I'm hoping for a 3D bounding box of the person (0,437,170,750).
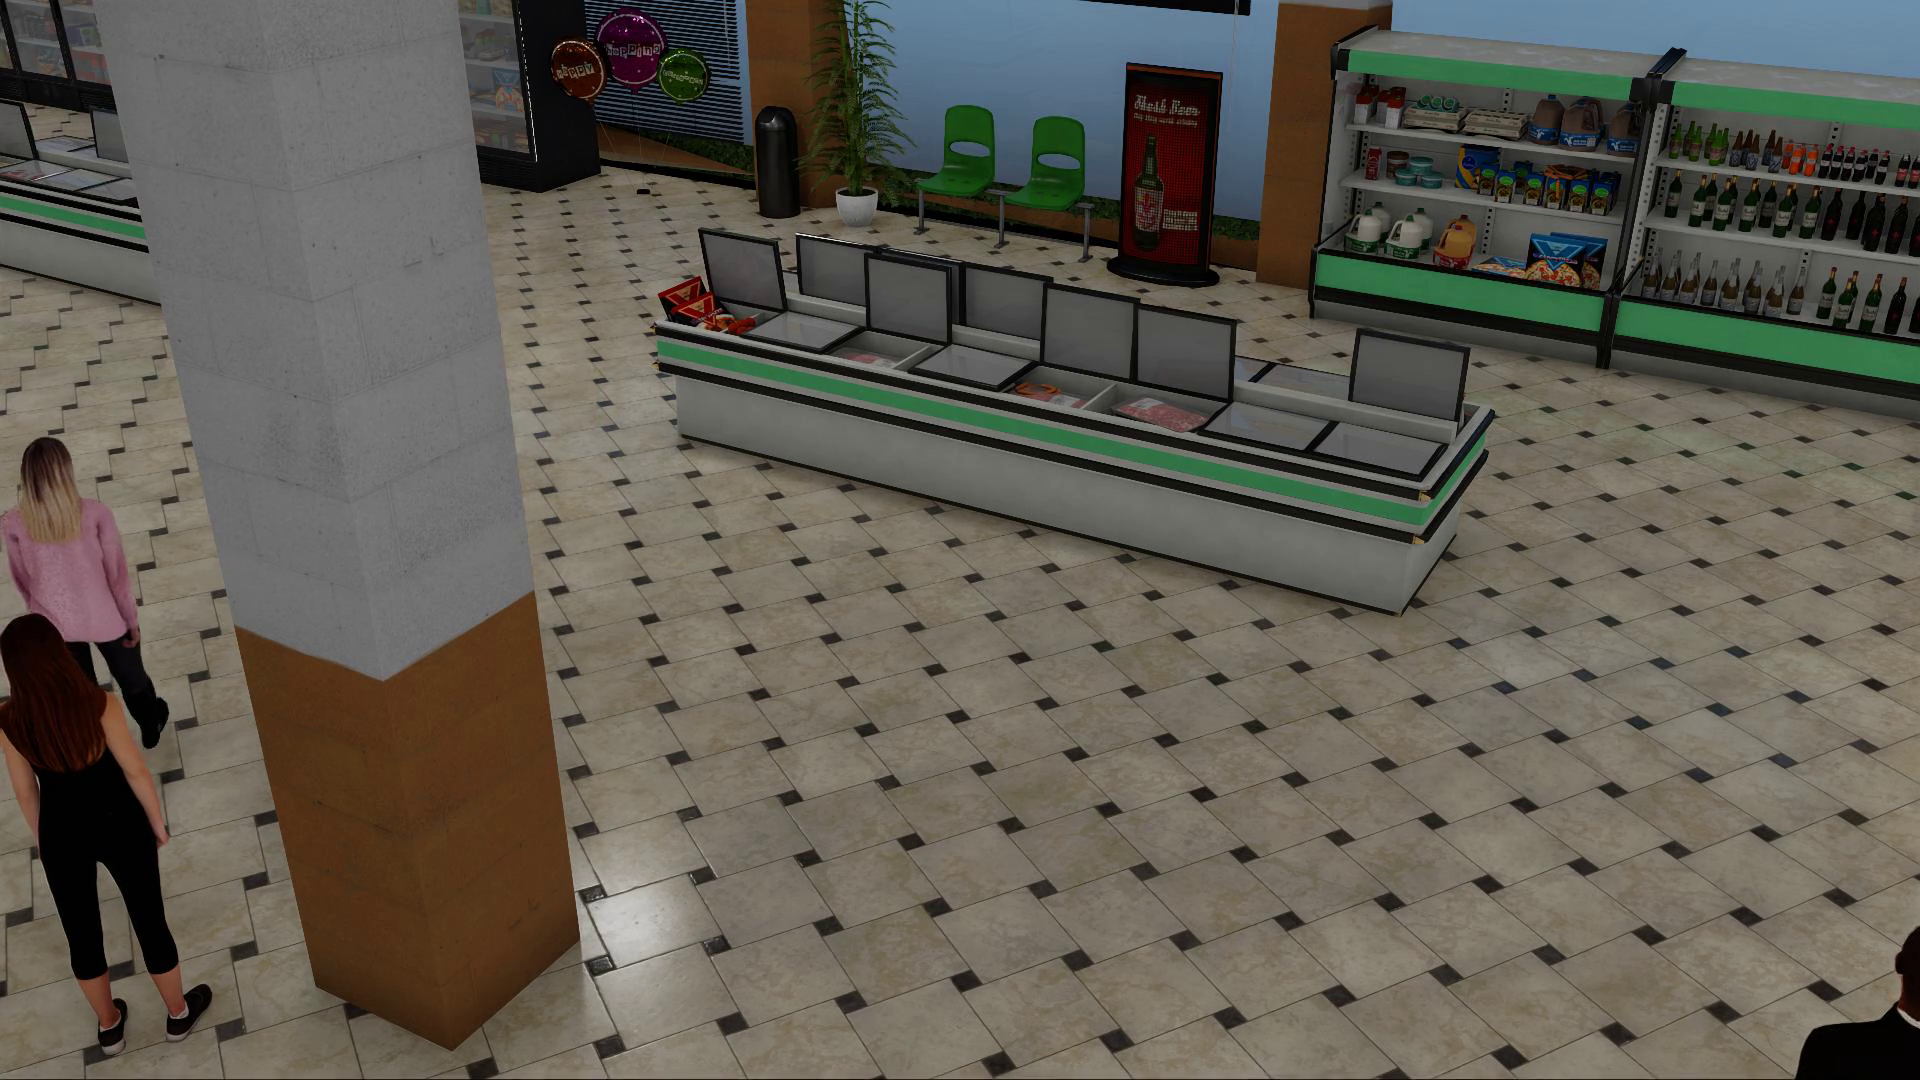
[{"bbox_3d":[-3.660,0.412,6.923,0.996,1.652,1.083,-9,28,-17],"label":"person"}]

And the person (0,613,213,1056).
[{"bbox_3d":[-2.956,1.009,5.664,0.632,1.726,0.696,-6,28,-12],"label":"person"}]
